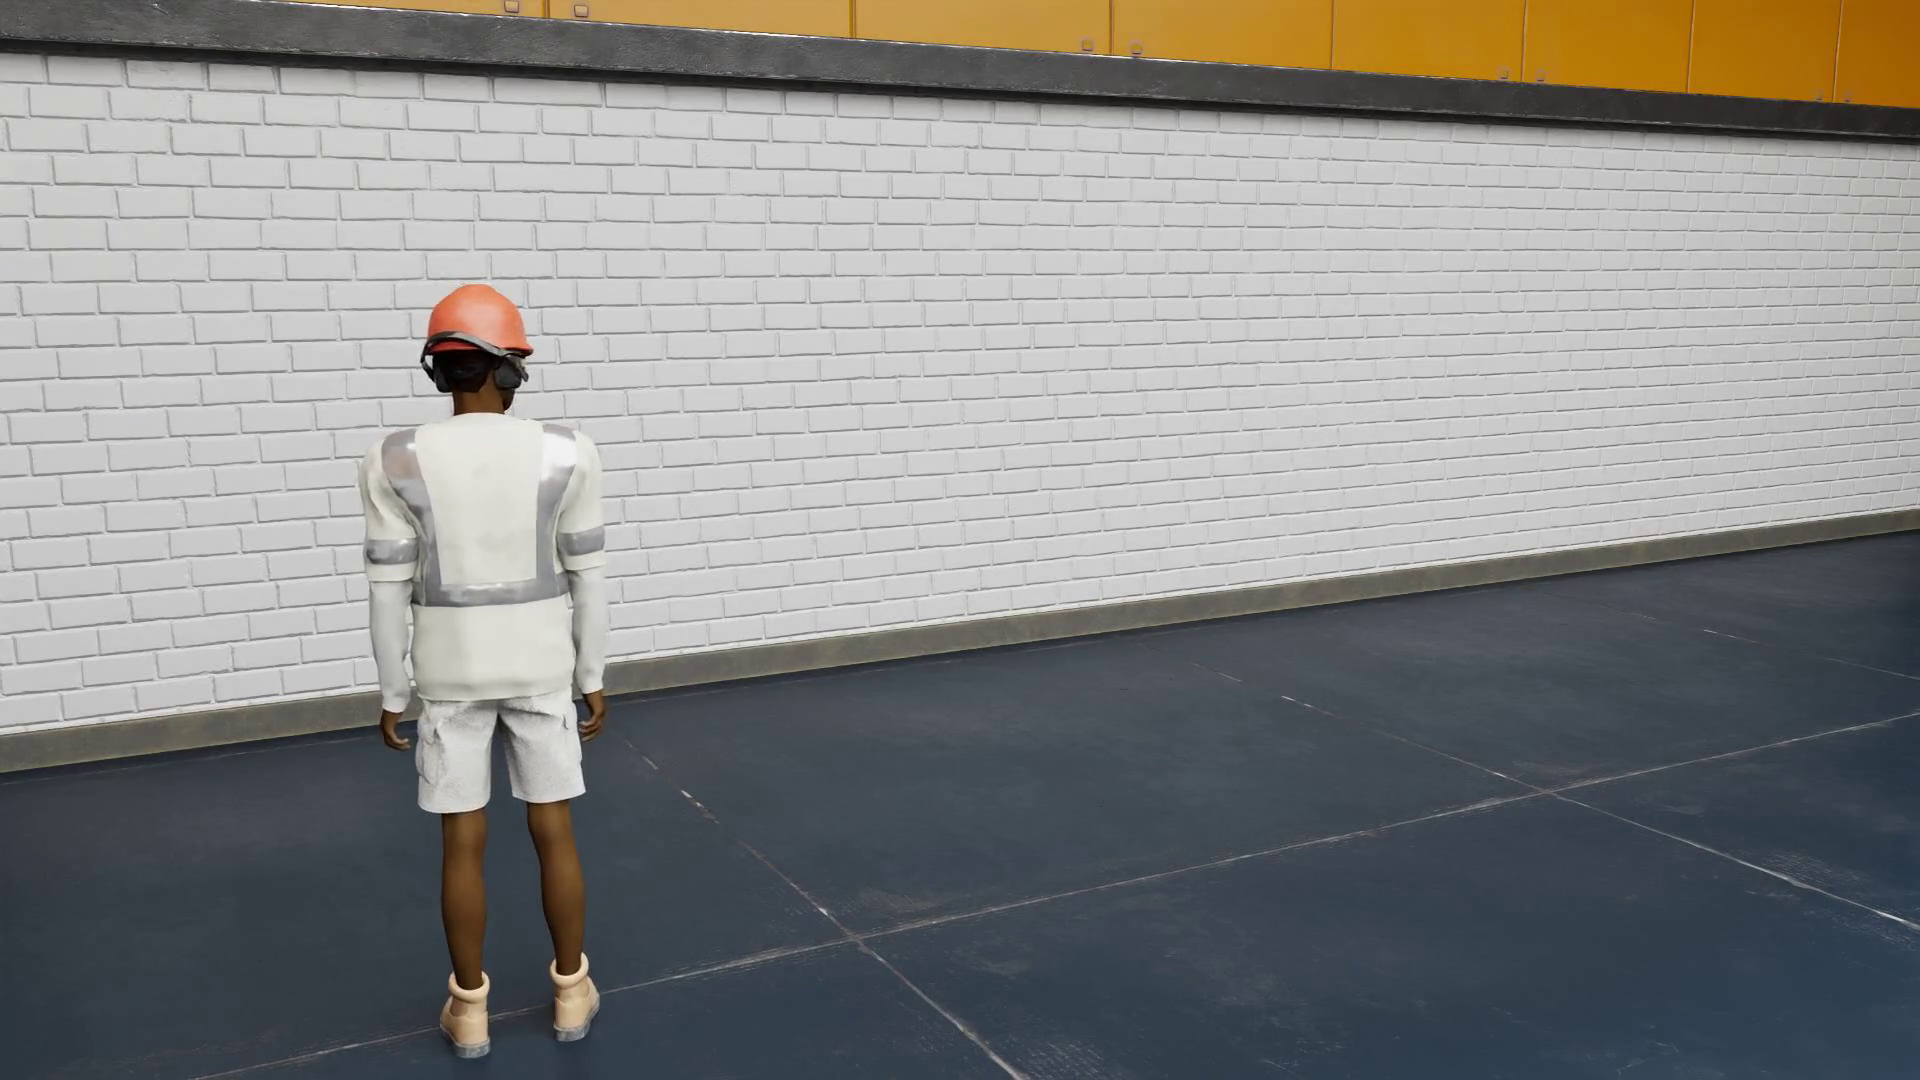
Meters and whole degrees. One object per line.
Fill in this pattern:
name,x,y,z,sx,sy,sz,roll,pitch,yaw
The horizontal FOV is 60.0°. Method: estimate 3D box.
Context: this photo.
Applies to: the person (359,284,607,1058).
person,-1.243,0.352,4.419,0.609,2.040,0.395,-3,10,-17
